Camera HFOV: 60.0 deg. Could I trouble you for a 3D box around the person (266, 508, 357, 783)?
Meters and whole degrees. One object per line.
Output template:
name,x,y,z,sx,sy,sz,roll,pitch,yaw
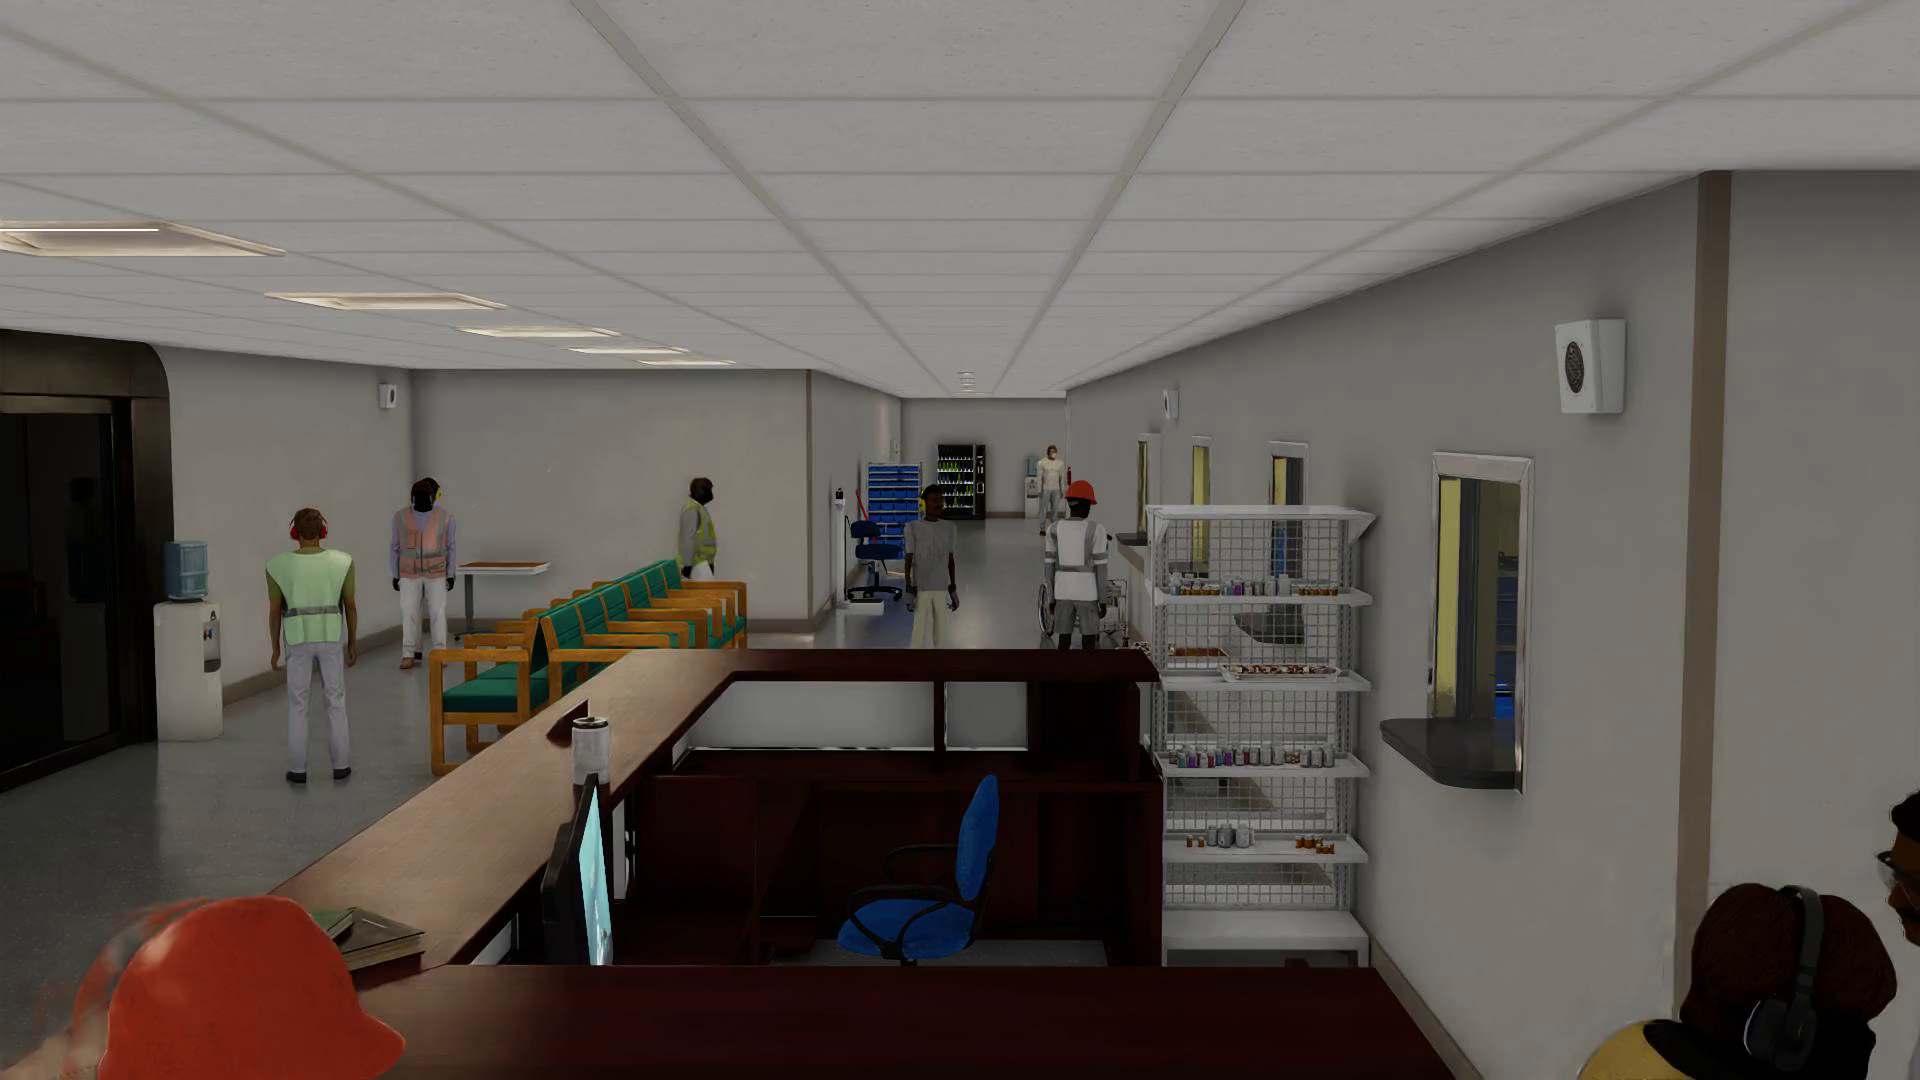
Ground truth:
person,-4.333,0.705,11.144,0.567,1.845,0.389,-2,5,-26

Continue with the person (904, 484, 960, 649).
person,-0.246,0.445,14.600,0.514,1.876,0.328,-2,5,-26

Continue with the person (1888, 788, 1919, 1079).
person,1.646,1.301,2.741,0.363,1.855,0.538,2,4,24

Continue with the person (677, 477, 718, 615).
person,-2.719,0.234,17.972,0.847,1.807,0.658,0,4,-3

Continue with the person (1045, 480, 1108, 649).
person,0.991,0.463,13.971,0.546,1.928,0.385,2,5,26

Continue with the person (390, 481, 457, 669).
person,-5.248,0.342,16.273,0.627,1.844,0.429,-1,4,-14

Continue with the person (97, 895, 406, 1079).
person,-0.876,1.335,1.872,0.848,1.917,0.547,-1,4,-8

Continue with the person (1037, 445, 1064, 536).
person,1.912,-1.043,35.113,0.628,1.932,0.372,-2,4,-22

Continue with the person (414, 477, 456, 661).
person,-5.372,0.296,16.796,0.523,1.861,0.314,-2,4,-23

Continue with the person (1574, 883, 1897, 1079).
person,1.098,1.356,2.292,0.873,1.794,0.657,0,4,2
